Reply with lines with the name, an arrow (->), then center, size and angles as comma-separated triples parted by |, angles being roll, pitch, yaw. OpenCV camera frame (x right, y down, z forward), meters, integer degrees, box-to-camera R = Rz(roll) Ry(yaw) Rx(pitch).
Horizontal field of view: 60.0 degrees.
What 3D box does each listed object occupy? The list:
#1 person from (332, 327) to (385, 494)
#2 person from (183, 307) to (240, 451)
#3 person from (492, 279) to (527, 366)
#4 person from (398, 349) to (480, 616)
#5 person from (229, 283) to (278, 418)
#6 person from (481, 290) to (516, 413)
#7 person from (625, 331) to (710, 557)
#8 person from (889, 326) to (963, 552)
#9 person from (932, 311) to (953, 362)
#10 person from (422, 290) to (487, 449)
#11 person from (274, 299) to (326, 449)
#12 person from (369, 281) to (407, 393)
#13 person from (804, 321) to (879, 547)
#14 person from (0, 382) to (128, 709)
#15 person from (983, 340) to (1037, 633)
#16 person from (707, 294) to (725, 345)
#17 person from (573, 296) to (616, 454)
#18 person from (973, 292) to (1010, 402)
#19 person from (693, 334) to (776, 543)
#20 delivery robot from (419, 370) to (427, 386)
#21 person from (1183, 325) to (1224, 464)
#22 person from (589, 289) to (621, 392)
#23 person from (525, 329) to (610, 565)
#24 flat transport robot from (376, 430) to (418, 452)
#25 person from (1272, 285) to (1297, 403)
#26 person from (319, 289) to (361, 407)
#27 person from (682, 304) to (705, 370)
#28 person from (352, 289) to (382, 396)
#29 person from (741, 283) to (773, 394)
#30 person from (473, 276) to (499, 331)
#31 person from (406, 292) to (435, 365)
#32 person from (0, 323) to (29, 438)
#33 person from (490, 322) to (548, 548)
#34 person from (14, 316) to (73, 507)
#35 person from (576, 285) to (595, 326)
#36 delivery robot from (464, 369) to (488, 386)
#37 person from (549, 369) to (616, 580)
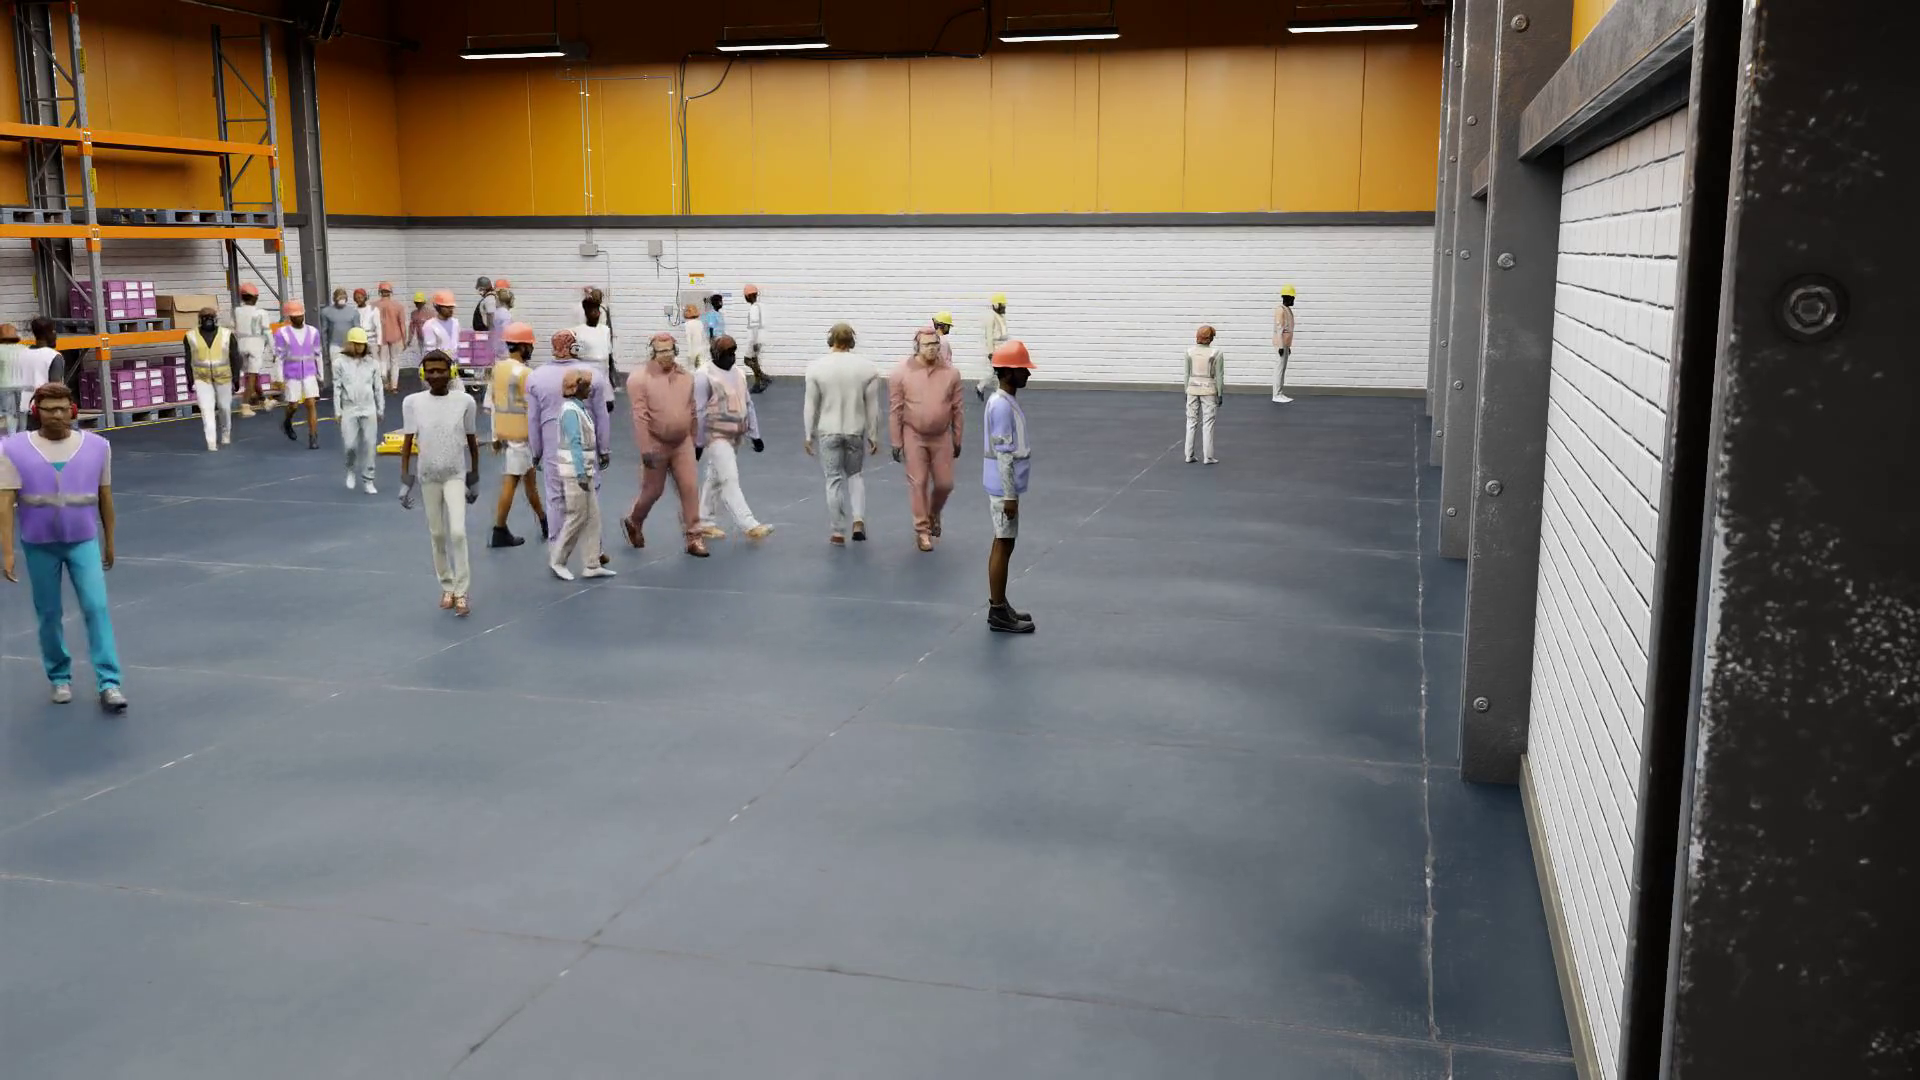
person -> -6.191, -1.330, 17.162 | 0.499, 1.726, 0.383 | -6, 12, -30
person -> -9.473, -2.060, 21.101 | 0.633, 1.810, 0.914 | -4, 11, -23
person -> -8.217, -3.744, 30.200 | 0.765, 1.943, 0.737 | -7, 12, -35
person -> -3.614, -0.390, 11.527 | 0.523, 1.842, 0.798 | -2, 10, -10
person -> -10.639, -2.866, 25.117 | 0.637, 1.985, 1.033 | 2, 10, 12
person -> -6.915, -2.873, 25.467 | 0.934, 1.895, 0.647 | -6, 12, -29
person -> -2.471, -0.808, 13.807 | 0.645, 1.869, 0.844 | -7, 12, -36
person -> -0.288, -0.868, 14.087 | 0.652, 1.890, 0.553 | -3, 10, -15
person -> -0.232, -1.941, 20.545 | 0.326, 1.760, 0.524 | -5, 11, -28
person -> -6.401, -2.121, 20.869 | 0.999, 1.995, 0.630 | 5, 11, 27
person -> -8.409, -2.119, 21.151 | 0.582, 1.906, 0.755 | -6, 12, -32
person -> -9.878, -3.482, 28.717 | 0.636, 1.965, 0.683 | -3, 11, -19
person -> -1.015, -0.892, 14.156 | 0.629, 1.924, 0.433 | -3, 11, -18
person -> -4.914, 0.055, 9.109 | 0.595, 1.808, 0.867 | -7, 12, -34
person -> 0.330, -0.356, 11.060 | 0.354, 1.939, 0.544 | 0, 10, 0
person -> -4.415, -3.634, 30.307 | 0.366, 1.685, 0.551 | 2, 10, 9
person -> -4.543, -2.033, 20.533 | 0.564, 1.945, 0.628 | 7, 12, 33
person -> 0.569, -3.080, 26.814 | 0.580, 1.818, 0.609 | 5, 11, 25
person -> -1.936, -0.867, 14.323 | 0.956, 1.793, 0.634 | 5, 11, 27
delivery robot -> -8.987, -2.844, 28.796 | 0.707, 0.478, 0.477 | -5, 11, -26
person -> 2.859, -1.704, 19.569 | 0.509, 1.629, 0.314 | 6, 12, 31
person -> -6.370, -3.481, 29.132 | 0.919, 1.795, 0.548 | 2, 10, 13
person -> -3.100, -0.724, 13.247 | 0.636, 1.903, 0.404 | 0, 10, -2
flat transport robot -> -6.828, -1.288, 21.053 | 0.652, 0.197, 1.431 | 0, 10, 1
person -> 5.332, -3.223, 27.318 | 0.383, 1.928, 0.588 | 5, 11, 24
person -> -9.970, -3.112, 26.842 | 0.631, 1.880, 1.058 | -5, 11, -25
person -> -4.461, -3.094, 27.514 | 0.854, 1.586, 0.524 | 5, 11, 27
person -> -10.094, -3.334, 28.223 | 0.595, 1.835, 0.983 | -1, 10, -5
person -> -3.547, -3.474, 28.768 | 0.453, 1.914, 0.548 | 1, 10, 3
person -> -8.666, -3.847, 30.535 | 0.535, 2.000, 0.803 | -2, 10, -13
person -> -9.655, -3.573, 29.817 | 0.559, 1.733, 0.553 | 6, 12, 30
person -> -11.703, -1.871, 20.559 | 0.511, 1.617, 0.662 | -7, 12, -36
person -> -3.675, -0.905, 14.261 | 0.915, 1.896, 0.576 | -9, 13, -41
person -> -9.029, -1.281, 16.501 | 0.609, 1.863, 0.993 | 4, 11, 23
person -> -6.699, -3.665, 29.980 | 0.749, 1.875, 0.665 | 4, 11, 20
delivery robot -> -8.310, -2.892, 29.069 | 0.707, 0.478, 0.477 | -6, 12, -32
person -> -2.933, -0.491, 12.718 | 0.502, 1.612, 0.601 | 0, 10, -2
